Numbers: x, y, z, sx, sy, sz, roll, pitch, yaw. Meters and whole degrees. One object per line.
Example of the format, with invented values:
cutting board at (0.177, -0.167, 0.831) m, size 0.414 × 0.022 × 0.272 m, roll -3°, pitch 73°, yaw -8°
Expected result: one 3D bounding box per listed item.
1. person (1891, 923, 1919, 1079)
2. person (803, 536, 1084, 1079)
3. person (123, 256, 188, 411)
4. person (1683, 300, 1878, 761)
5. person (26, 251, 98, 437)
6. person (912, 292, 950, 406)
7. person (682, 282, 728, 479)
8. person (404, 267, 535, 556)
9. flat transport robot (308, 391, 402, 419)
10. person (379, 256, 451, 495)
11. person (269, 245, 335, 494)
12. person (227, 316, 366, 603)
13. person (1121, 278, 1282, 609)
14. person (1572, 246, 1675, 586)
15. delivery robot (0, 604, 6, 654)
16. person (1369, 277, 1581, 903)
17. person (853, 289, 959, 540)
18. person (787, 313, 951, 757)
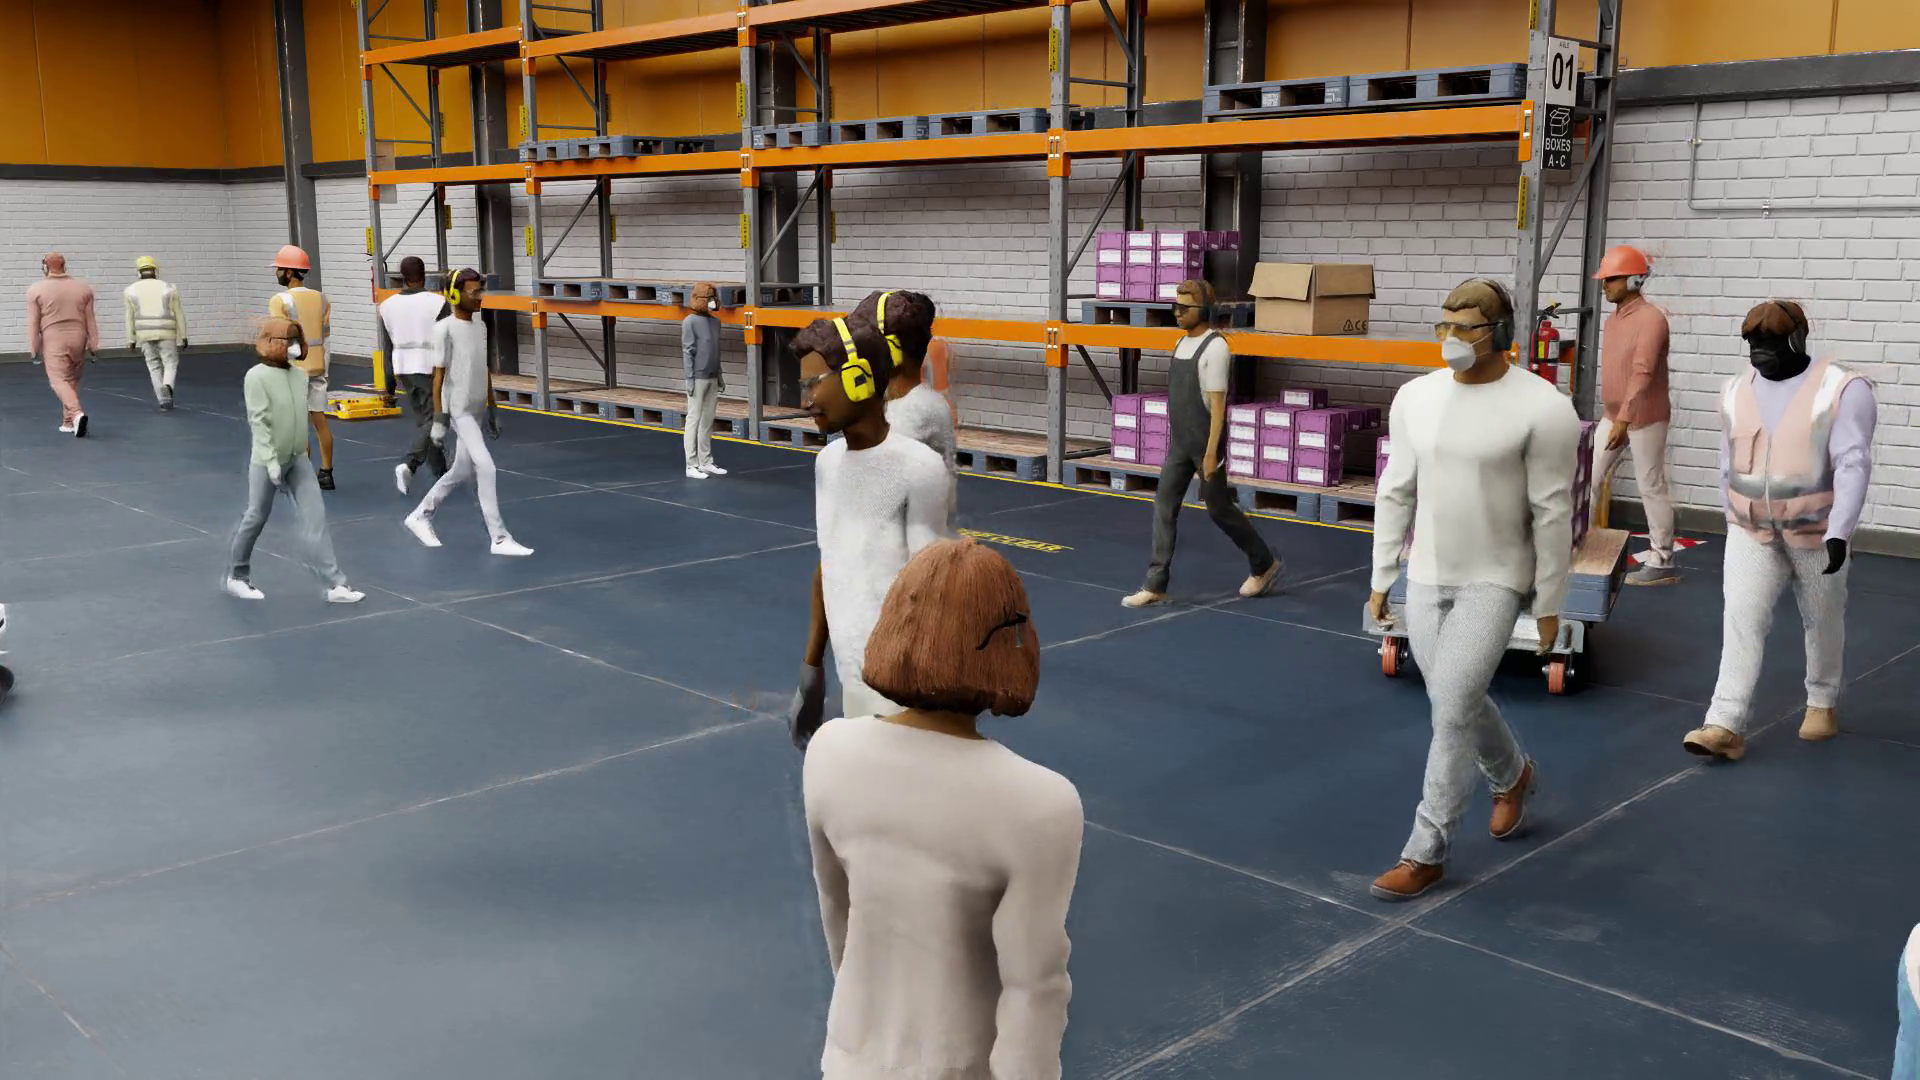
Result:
person at (1.121, 0.931, 1.627) m, size 0.439 × 1.602 × 0.548 m, roll -7°, pitch 12°, yaw -33°
person at (0.013, 0.782, 2.487) m, size 0.504 × 1.595 × 0.814 m, roll 7°, pitch 12°, yaw 33°
person at (-9.176, -2.337, 18.989) m, size 0.643 × 1.788 × 0.666 m, roll -3°, pitch 11°, yaw -18°
person at (3.211, -0.037, 6.495) m, size 1.009 × 1.777 × 0.626 m, roll -10°, pitch 14°, yaw -43°
person at (-9.047, -1.976, 16.811) m, size 0.898 × 1.871 × 0.646 m, roll 8°, pitch 13°, yaw 39°
person at (-0.335, -0.690, 10.310) m, size 0.811 × 1.661 × 0.553 m, roll 4°, pitch 11°, yaw 19°
person at (-2.145, -1.341, 13.966) m, size 0.279 × 1.632 × 0.502 m, roll 5°, pitch 12°, yaw 25°
person at (-3.194, -0.817, 10.596) m, size 0.948 × 1.835 × 0.529 m, roll 3°, pitch 11°, yaw 15°
flat transport robot at (-6.981, -1.534, 18.740) m, size 1.431 × 0.197 × 0.652 m, roll 9°, pitch 13°, yaw 39°
person at (-4.266, -1.287, 13.058) m, size 0.624 × 1.871 × 0.858 m, roll 2°, pitch 11°, yaw 12°
person at (-5.179, -1.329, 13.061) m, size 0.344 × 1.942 × 0.549 m, roll 5°, pitch 11°, yaw 24°
person at (-3.739, -0.432, 9.148) m, size 0.870 × 1.594 × 0.497 m, roll 4°, pitch 11°, yaw 21°
person at (1.361, -0.527, 9.091) m, size 0.948 × 1.808 × 0.517 m, roll -5°, pitch 11°, yaw -23°
person at (3.756, -0.695, 9.567) m, size 0.914 × 1.953 × 0.639 m, roll -2°, pitch 11°, yaw -10°
delivery robot at (-4.469, 0.417, 7.067) m, size 0.707 × 0.478 × 0.477 m, roll -4°, pitch 11°, yaw -19°
person at (1.637, 0.124, 5.259) m, size 0.942 × 1.907 × 0.643 m, roll -8°, pitch 13°, yaw -39°
person at (-0.161, 0.183, 5.033) m, size 0.335 × 1.865 × 0.519 m, roll 1°, pitch 10°, yaw 3°
person at (-0.183, 0.371, 4.088) m, size 0.441 × 1.841 × 0.523 m, roll -7°, pitch 12°, yaw -32°
